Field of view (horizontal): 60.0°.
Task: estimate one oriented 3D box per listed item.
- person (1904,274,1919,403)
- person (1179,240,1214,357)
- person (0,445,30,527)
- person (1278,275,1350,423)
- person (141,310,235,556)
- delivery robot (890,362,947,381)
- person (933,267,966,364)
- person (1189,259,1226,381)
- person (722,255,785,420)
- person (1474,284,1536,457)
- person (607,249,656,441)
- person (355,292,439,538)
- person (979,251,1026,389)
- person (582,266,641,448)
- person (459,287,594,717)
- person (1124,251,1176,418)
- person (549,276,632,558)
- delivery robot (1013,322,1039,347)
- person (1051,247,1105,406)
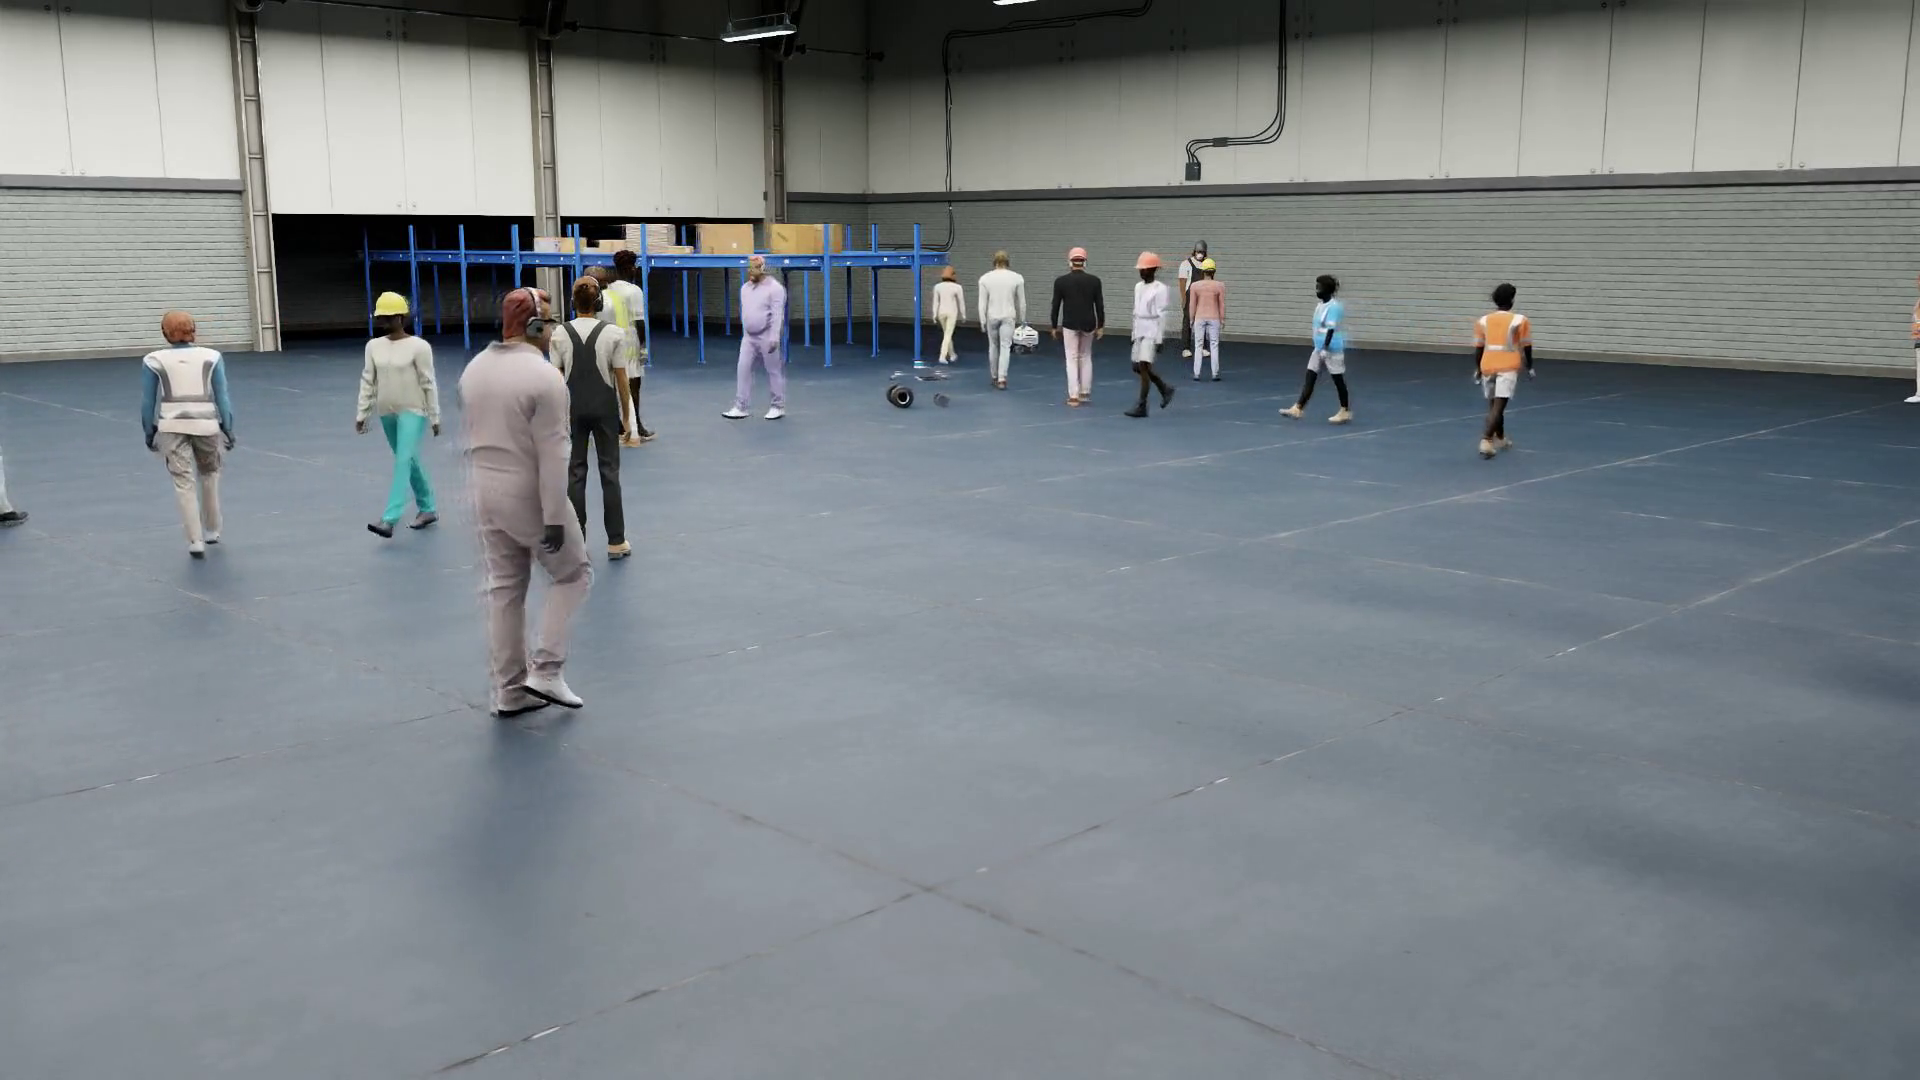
[{"bbox_3d":[12.197,-2.553,21.041,0.315,1.641,0.514,8,13,38],"label":"person"},{"bbox_3d":[4.189,-4.215,29.126,0.673,2.000,0.536,-4,11,-22],"label":"person"},{"bbox_3d":[-7.195,-0.973,11.947,0.597,1.814,0.726,6,12,31],"label":"person"},{"bbox_3d":[4.039,-2.138,18.709,0.845,1.649,0.550,-2,11,-10],"label":"person"},{"bbox_3d":[-5.177,-0.727,11.144,0.545,1.602,0.757,-5,12,-27],"label":"person"},{"bbox_3d":[-0.522,-2.111,20.746,0.698,0.223,0.335,-2,11,-11],"label":"delivery robot"},{"bbox_3d":[-0.179,-3.719,27.546,0.520,1.587,0.870,5,11,23],"label":"person"},{"bbox_3d":[3.615,-3.218,24.317,0.533,1.770,0.307,2,11,11],"label":"person"},{"bbox_3d":[-2.342,-2.299,19.018,0.662,1.872,0.881,6,12,31],"label":"person"},{"bbox_3d":[5.214,-1.642,16.039,0.882,1.654,0.541,-9,14,-41],"label":"person"},{"bbox_3d":[-3.462,-2.025,17.273,0.607,1.965,0.366,8,13,35],"label":"person"},{"bbox_3d":[-3.988,-0.887,11.760,0.535,1.711,0.942,4,11,19],"label":"person"},{"bbox_3d":[0.600,-3.078,23.242,0.655,1.883,1.022,1,10,8],"label":"person"},{"bbox_3d":[-3.639,-1.811,16.569,0.912,1.801,0.632,1,10,6],"label":"person"},{"bbox_3d":[-1.901,-0.161,7.345,0.641,1.886,0.462,7,12,32],"label":"person"},{"bbox_3d":[2.242,-2.414,19.507,0.692,1.921,0.564,-6,12,-28],"label":"person"},{"bbox_3d":[-2.420,-0.798,10.913,0.519,1.844,0.330,-1,10,-4],"label":"person"},{"bbox_3d":[1.165,-3.692,30.076,0.477,0.478,0.707,-3,11,-16],"label":"delivery robot"},{"bbox_3d":[1.474,-2.680,20.861,0.663,1.970,0.474,-1,10,-5],"label":"person"}]
